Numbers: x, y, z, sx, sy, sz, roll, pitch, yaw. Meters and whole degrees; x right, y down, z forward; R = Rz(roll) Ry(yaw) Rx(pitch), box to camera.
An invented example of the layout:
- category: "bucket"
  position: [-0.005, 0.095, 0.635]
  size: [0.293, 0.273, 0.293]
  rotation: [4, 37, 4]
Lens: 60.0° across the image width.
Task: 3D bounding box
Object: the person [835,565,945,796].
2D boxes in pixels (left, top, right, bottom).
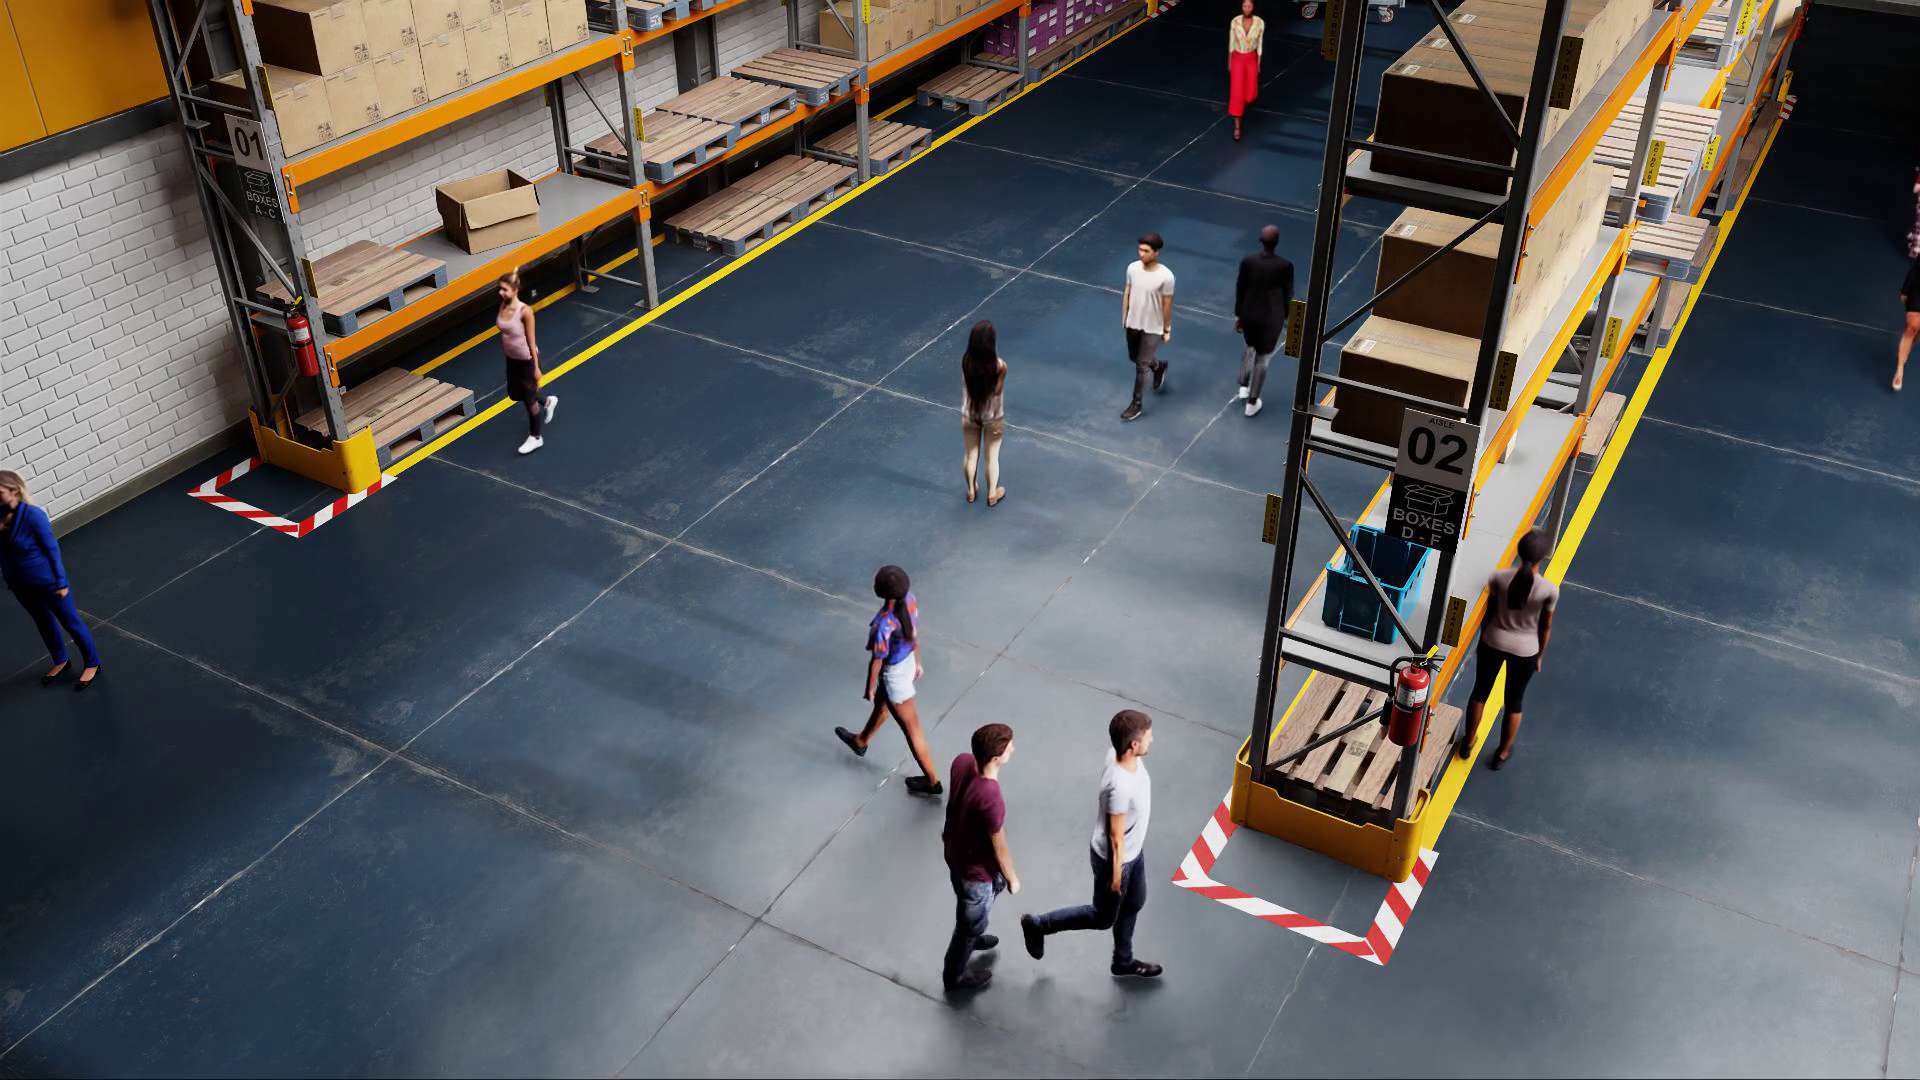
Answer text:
- category: "person"
  position: [-0.312, 0.920, 10.441]
  size: [0.698, 1.702, 1.036]
  rotation: [16, 37, 23]

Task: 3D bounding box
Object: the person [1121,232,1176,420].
- category: "person"
  position: [1.693, -1.946, 14.753]
  size: [0.748, 1.701, 1.052]
  rotation: [25, 41, 32]

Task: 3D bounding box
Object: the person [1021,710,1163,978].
- category: "person"
  position: [0.768, 1.704, 9.140]
  size: [0.889, 1.836, 1.061]
  rotation: [8, 34, 11]

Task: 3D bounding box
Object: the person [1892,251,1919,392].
- category: "person"
  position: [8.863, -2.214, 15.259]
  size: [0.686, 1.587, 1.079]
  rotation: [12, 35, 17]

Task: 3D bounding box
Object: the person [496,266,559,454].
- category: "person"
  position: [-3.692, -1.570, 14.257]
  size: [0.577, 1.624, 0.838]
  rotation: [19, 38, 26]

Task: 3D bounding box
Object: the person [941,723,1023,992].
- category: "person"
  position: [-0.005, 1.756, 9.070]
  size: [0.913, 1.828, 0.864]
  rotation: [-13, 36, -18]

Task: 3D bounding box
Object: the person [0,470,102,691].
- category: "person"
  position: [-6.324, 0.263, 11.431]
  size: [0.685, 1.700, 0.646]
  rotation: [7, 34, 10]

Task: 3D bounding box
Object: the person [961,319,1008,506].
- category: "person"
  position: [0.177, -1.000, 13.374]
  size: [0.598, 1.652, 0.651]
  rotation: [11, 35, 16]

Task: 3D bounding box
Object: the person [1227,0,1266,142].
- category: "person"
  position: [3.514, -5.861, 20.574]
  size: [0.779, 1.779, 0.960]
  rotation: [4, 34, 6]

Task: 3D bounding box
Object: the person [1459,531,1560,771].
- category: "person"
  position: [3.529, 0.711, 10.717]
  size: [0.603, 1.744, 0.552]
  rotation: [14, 36, 20]

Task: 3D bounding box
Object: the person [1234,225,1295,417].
- category: "person"
  position: [2.628, -1.895, 14.637]
  size: [0.638, 1.746, 0.685]
  rotation: [17, 37, 24]
